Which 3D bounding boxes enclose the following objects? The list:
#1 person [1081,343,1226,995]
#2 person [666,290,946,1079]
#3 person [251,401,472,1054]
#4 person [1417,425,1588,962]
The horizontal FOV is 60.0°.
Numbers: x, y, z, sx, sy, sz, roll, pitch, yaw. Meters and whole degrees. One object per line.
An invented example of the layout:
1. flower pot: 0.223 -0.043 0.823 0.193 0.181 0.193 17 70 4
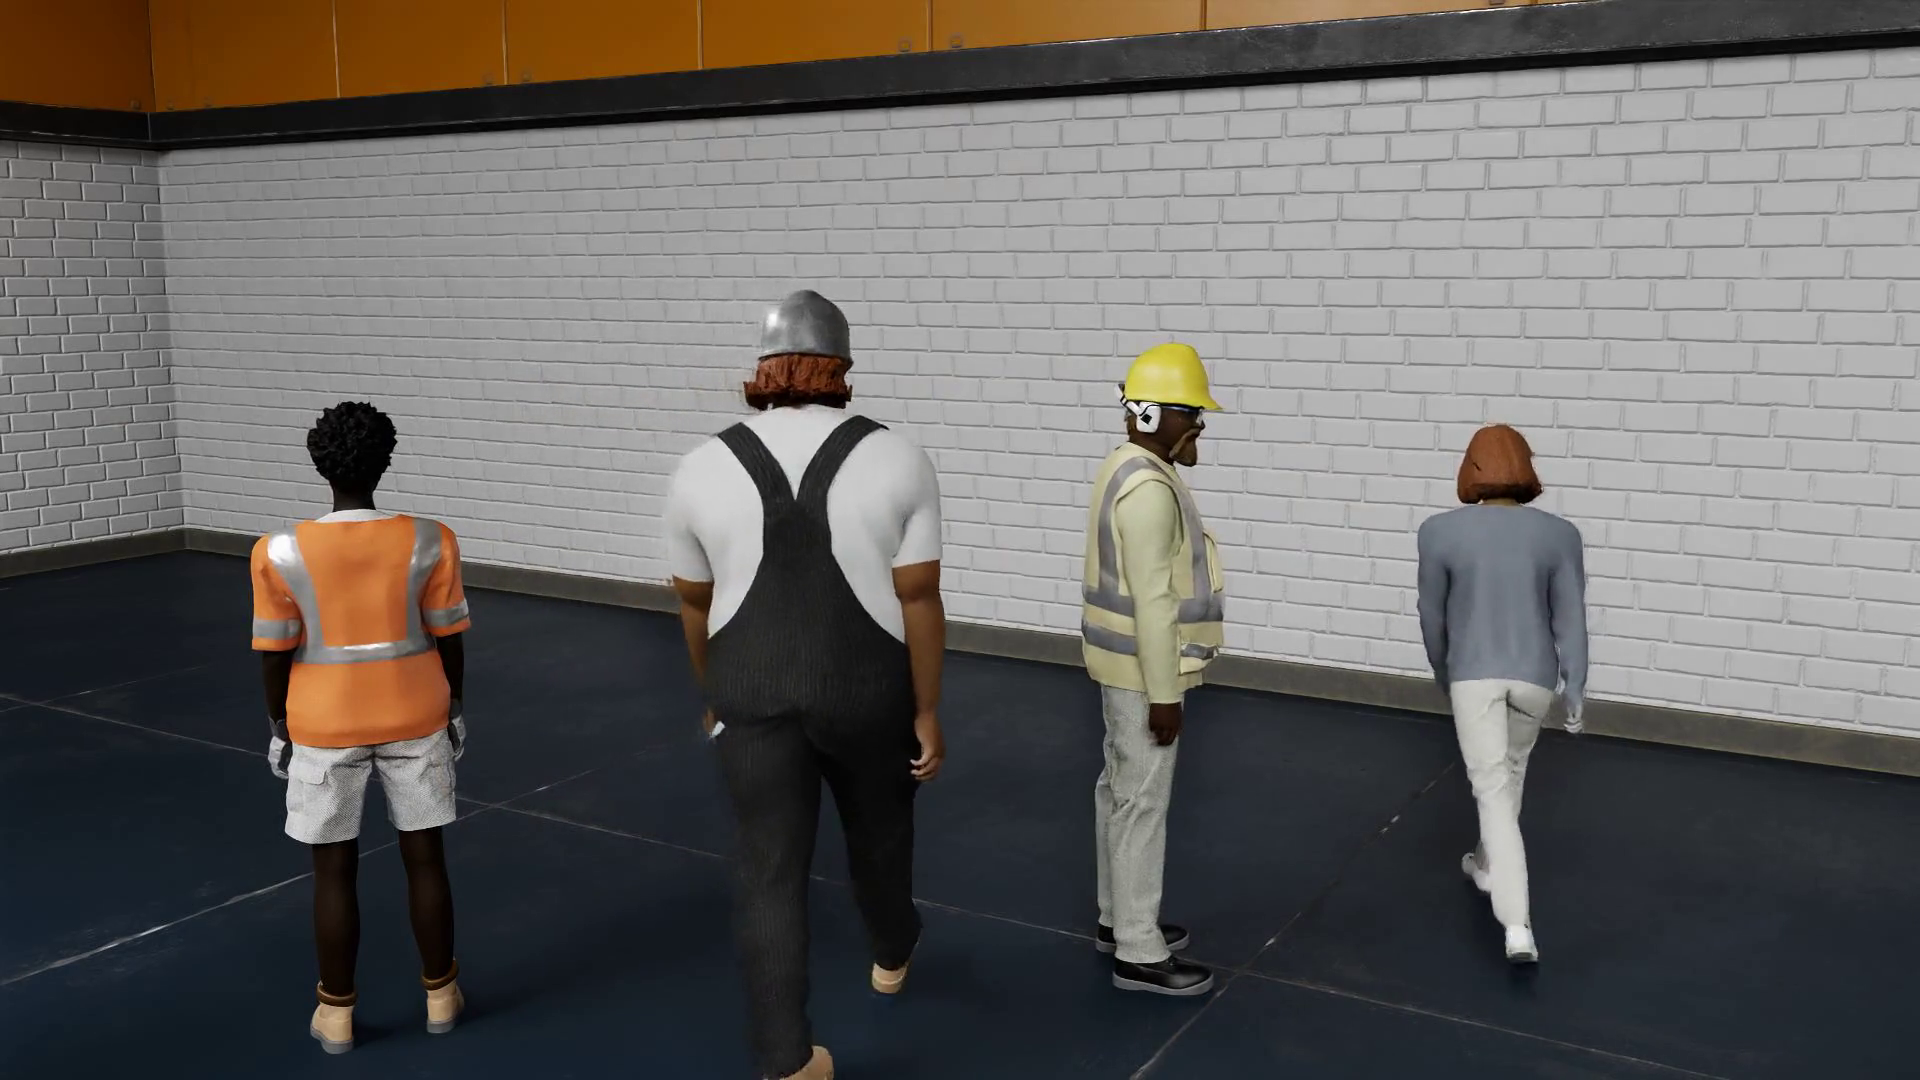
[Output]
1. person: 0.550 0.358 4.756 0.404 1.827 0.590 0 9 -1
2. person: -0.364 0.331 4.255 0.695 2.000 1.039 1 9 5
3. person: -1.543 0.489 4.341 0.535 1.697 0.318 -4 10 -24
4. person: 1.660 0.444 5.066 0.485 1.560 0.952 0 9 2
